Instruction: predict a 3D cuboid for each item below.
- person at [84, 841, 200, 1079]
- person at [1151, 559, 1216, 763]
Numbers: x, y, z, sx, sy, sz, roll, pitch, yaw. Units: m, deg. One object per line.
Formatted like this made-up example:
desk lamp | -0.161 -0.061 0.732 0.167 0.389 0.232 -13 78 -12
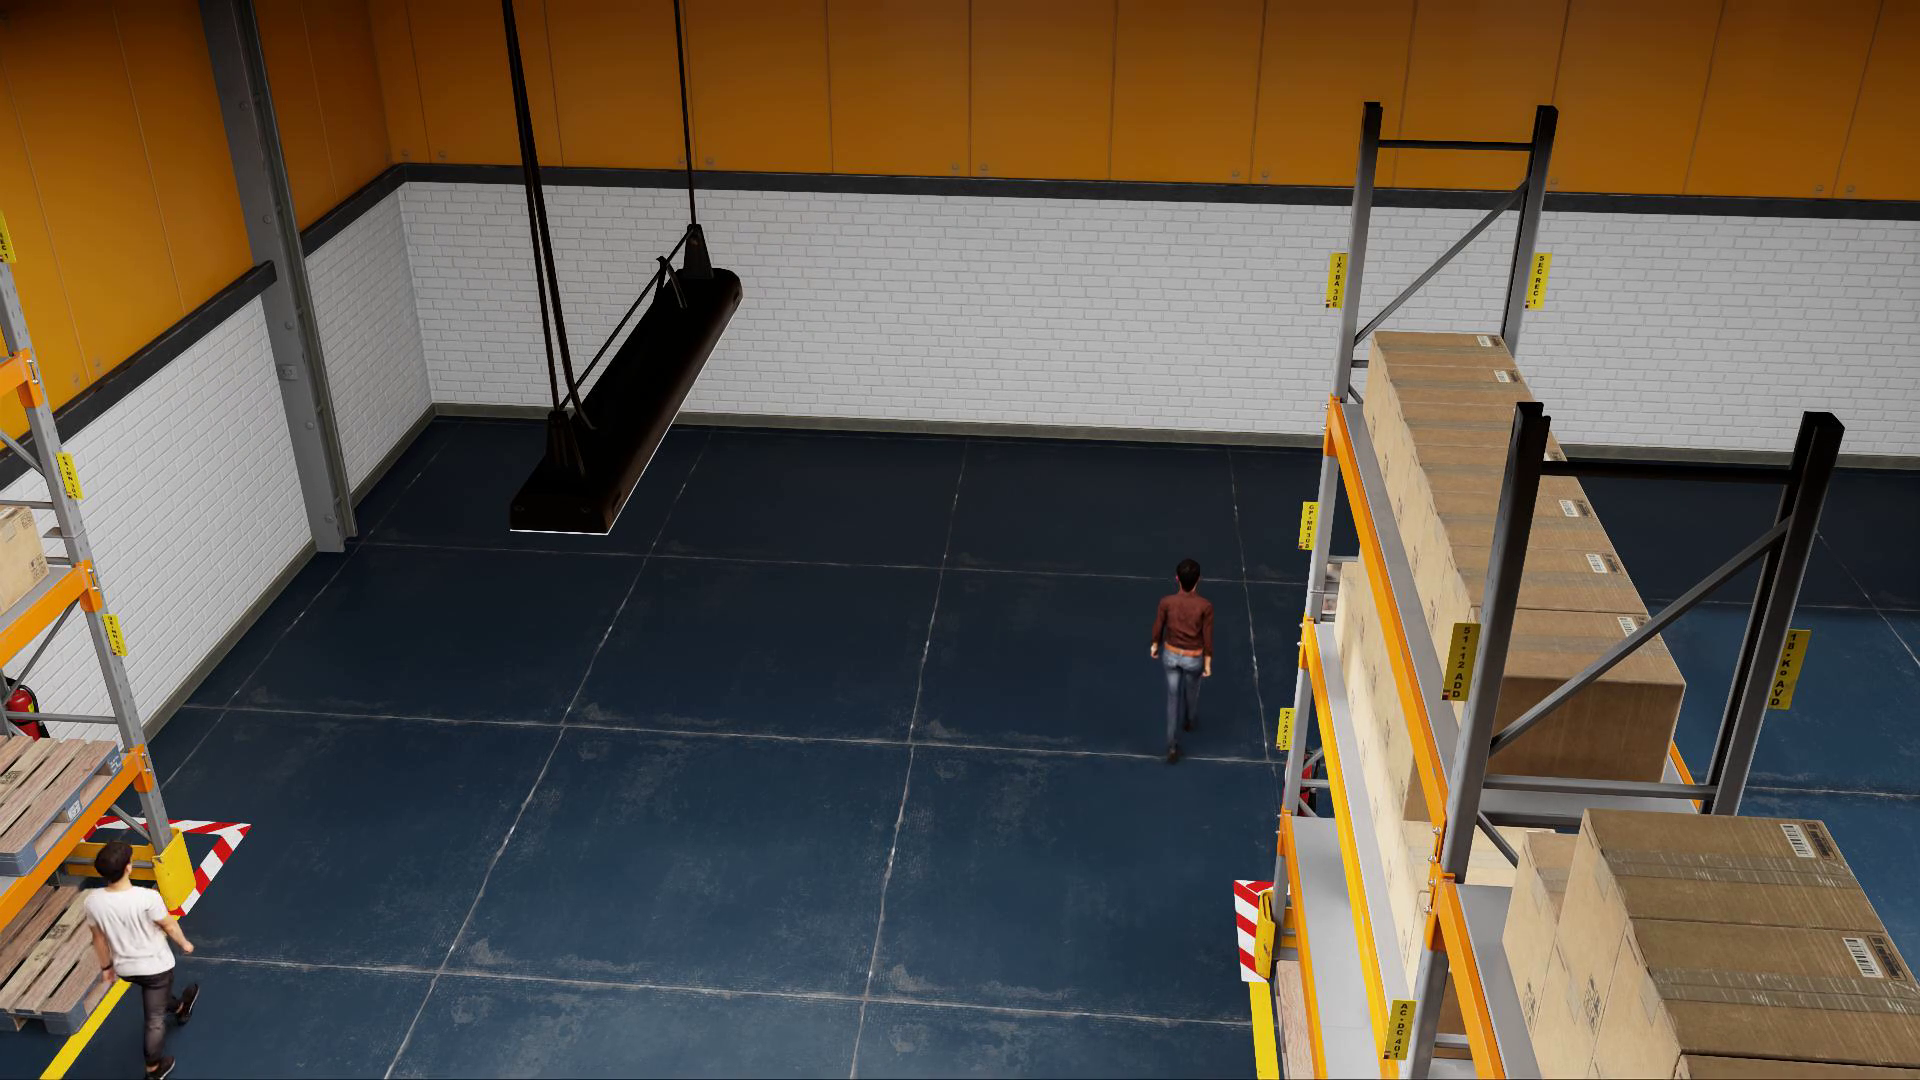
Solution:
person | -5.179 2.696 10.446 0.625 1.686 1.024 3 29 6
person | 1.793 1.006 13.479 0.754 1.749 0.991 7 29 12
